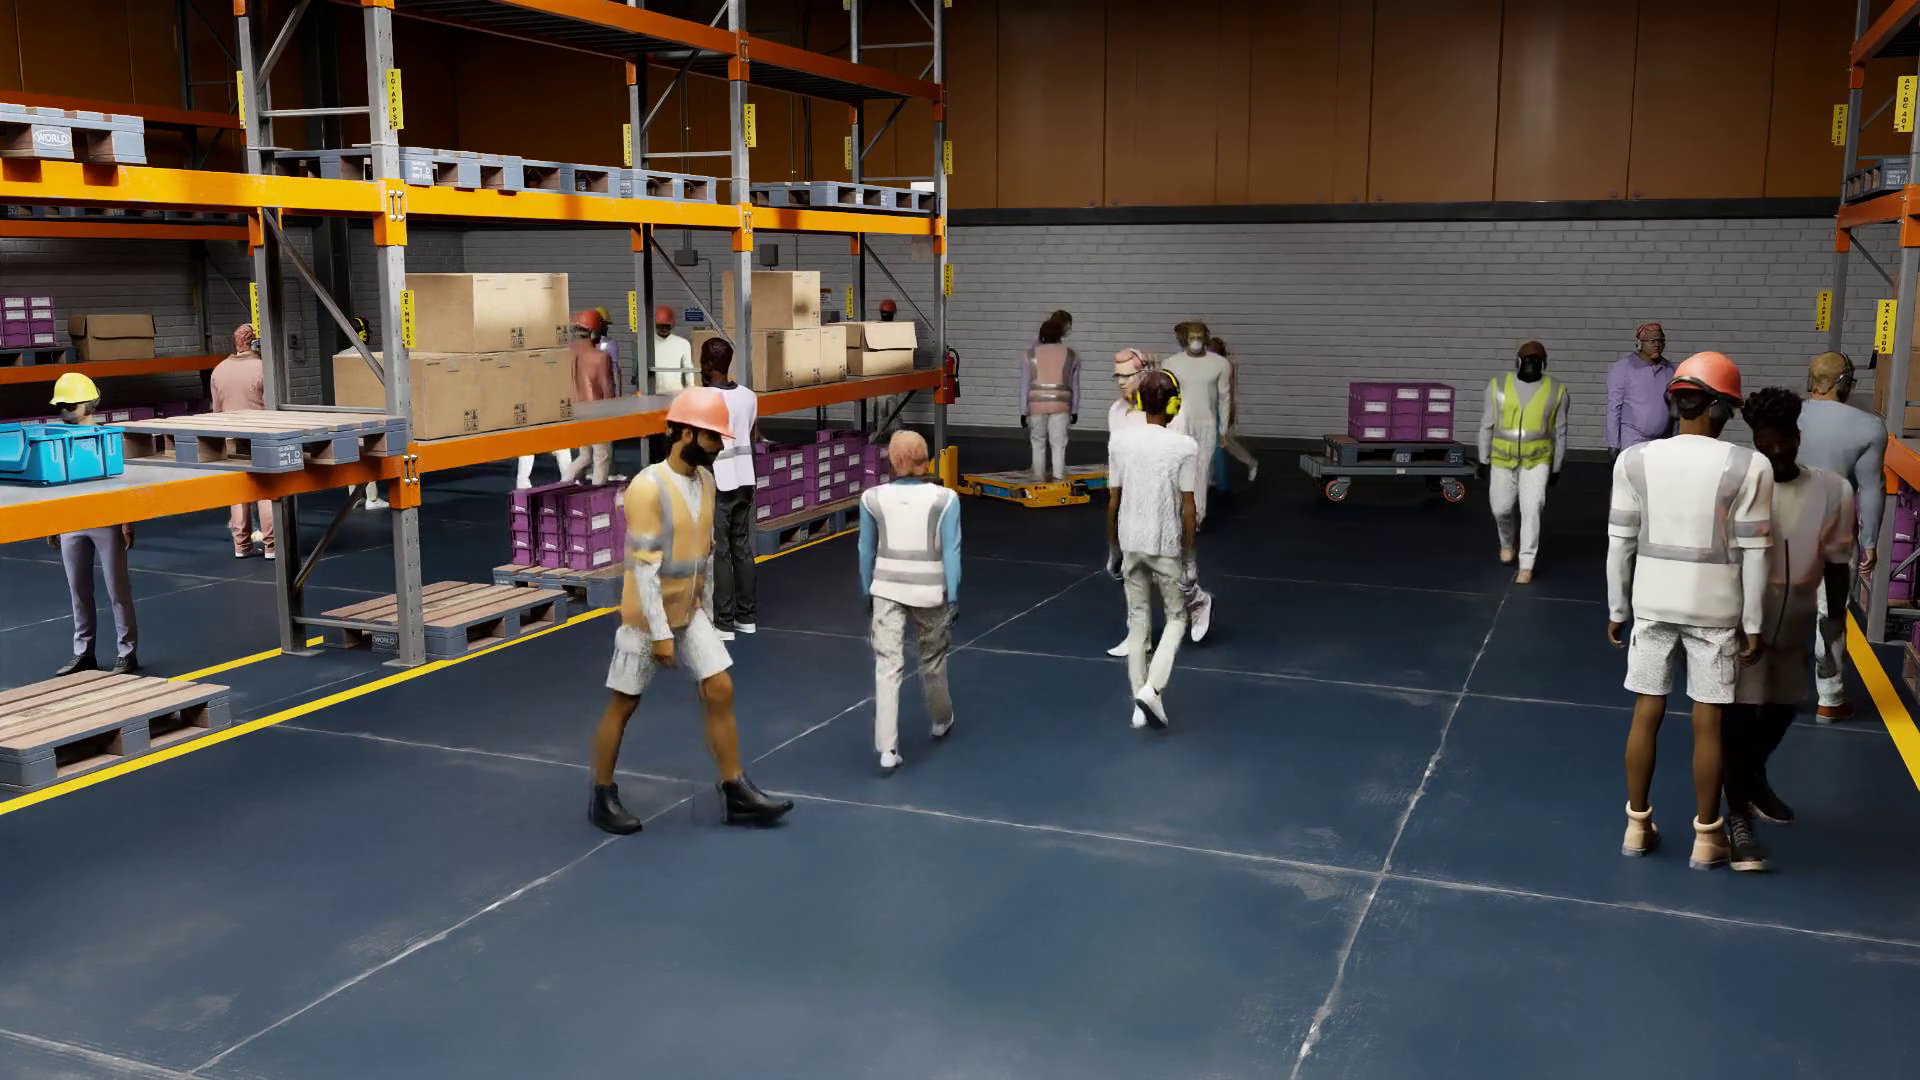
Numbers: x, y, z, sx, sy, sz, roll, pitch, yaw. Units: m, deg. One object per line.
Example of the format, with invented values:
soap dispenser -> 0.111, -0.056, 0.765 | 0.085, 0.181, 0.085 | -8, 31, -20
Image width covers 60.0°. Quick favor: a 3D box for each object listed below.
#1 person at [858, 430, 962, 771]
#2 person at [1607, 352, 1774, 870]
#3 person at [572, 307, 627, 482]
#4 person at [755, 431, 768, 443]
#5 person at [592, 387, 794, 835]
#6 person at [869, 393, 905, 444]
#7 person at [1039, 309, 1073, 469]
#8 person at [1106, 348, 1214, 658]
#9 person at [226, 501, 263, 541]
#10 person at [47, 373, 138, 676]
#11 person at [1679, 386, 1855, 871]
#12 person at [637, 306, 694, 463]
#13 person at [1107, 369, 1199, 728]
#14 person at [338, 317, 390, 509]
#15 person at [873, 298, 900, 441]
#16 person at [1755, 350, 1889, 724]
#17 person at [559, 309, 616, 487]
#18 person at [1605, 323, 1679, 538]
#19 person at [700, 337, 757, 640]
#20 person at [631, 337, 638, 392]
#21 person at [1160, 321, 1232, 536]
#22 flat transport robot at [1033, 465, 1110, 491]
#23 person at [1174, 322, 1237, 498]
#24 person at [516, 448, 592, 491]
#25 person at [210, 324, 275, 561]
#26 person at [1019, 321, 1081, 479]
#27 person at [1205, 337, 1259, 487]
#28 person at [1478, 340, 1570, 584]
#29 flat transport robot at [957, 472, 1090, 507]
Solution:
person -> -0.238, 0.267, 7.993 | 0.518, 1.582, 0.894 | 2, 9, 9
person -> 2.880, 0.278, 6.588 | 0.607, 2.033, 0.403 | 8, 12, 40
person -> -3.955, -1.592, 18.255 | 0.585, 1.920, 0.382 | 4, 10, 21
person -> -2.421, -1.589, 19.179 | 0.755, 1.599, 0.513 | -9, 13, -44
person -> -1.160, 0.305, 6.920 | 0.843, 1.871, 0.576 | 5, 11, 29
person -> -0.867, -1.532, 18.506 | 0.792, 1.717, 0.492 | 0, 9, 2
person -> 0.976, -1.479, 17.583 | 0.398, 1.919, 0.651 | 1, 9, 6
person -> 1.196, -0.226, 10.113 | 0.633, 1.875, 0.695 | -6, 11, -33
person -> -6.023, -0.868, 14.178 | 0.405, 1.813, 0.511 | -6, 11, -32
person -> -5.006, -0.080, 9.561 | 0.532, 1.765, 0.328 | 1, 9, 4
person -> 3.232, 0.320, 6.747 | 0.665, 1.921, 0.846 | 0, 9, 1
person -> -3.286, -1.644, 18.581 | 0.626, 1.946, 1.042 | -2, 10, -13
person -> 0.962, 0.064, 8.449 | 0.511, 1.855, 0.449 | 5, 10, 26
person -> -5.821, -1.230, 16.213 | 0.514, 1.873, 0.329 | 5, 11, 30
person -> -0.988, -2.291, 22.448 | 0.554, 1.933, 0.374 | 3, 10, 15
person -> 4.452, -0.016, 8.665 | 0.632, 1.932, 0.359 | 8, 13, 42
person -> -3.437, -1.126, 15.265 | 0.620, 1.973, 0.585 | 7, 12, 36
person -> 5.540, -0.794, 13.464 | 0.641, 1.908, 0.407 | -2, 10, -10
person -> -1.494, -0.321, 10.560 | 0.375, 1.917, 0.598 | 5, 11, 29
person -> -4.425, -2.320, 23.509 | 0.309, 1.641, 0.512 | 7, 12, 38
person -> 2.074, -1.002, 14.804 | 0.653, 1.884, 1.045 | 2, 10, 10
flat transport robot -> 1.356, -0.652, 17.543 | 1.431, 0.197, 0.652 | -6, 11, -32
person -> 2.470, -1.324, 17.028 | 0.622, 1.801, 0.696 | -5, 11, -29
person -> -4.180, -1.355, 17.037 | 0.877, 1.848, 0.600 | -5, 11, -30
person -> -5.668, -0.785, 13.404 | 0.655, 1.906, 0.407 | 3, 10, 19
person -> 0.918, -1.332, 17.024 | 0.636, 1.814, 0.796 | 1, 9, 5
person -> 2.858, -1.362, 17.767 | 0.614, 1.620, 0.553 | -4, 10, -25
person -> 4.275, -0.612, 12.634 | 0.632, 1.817, 0.758 | 4, 10, 24
flat transport robot -> 0.622, -0.526, 16.777 | 0.652, 0.197, 1.431 | -6, 11, -32
